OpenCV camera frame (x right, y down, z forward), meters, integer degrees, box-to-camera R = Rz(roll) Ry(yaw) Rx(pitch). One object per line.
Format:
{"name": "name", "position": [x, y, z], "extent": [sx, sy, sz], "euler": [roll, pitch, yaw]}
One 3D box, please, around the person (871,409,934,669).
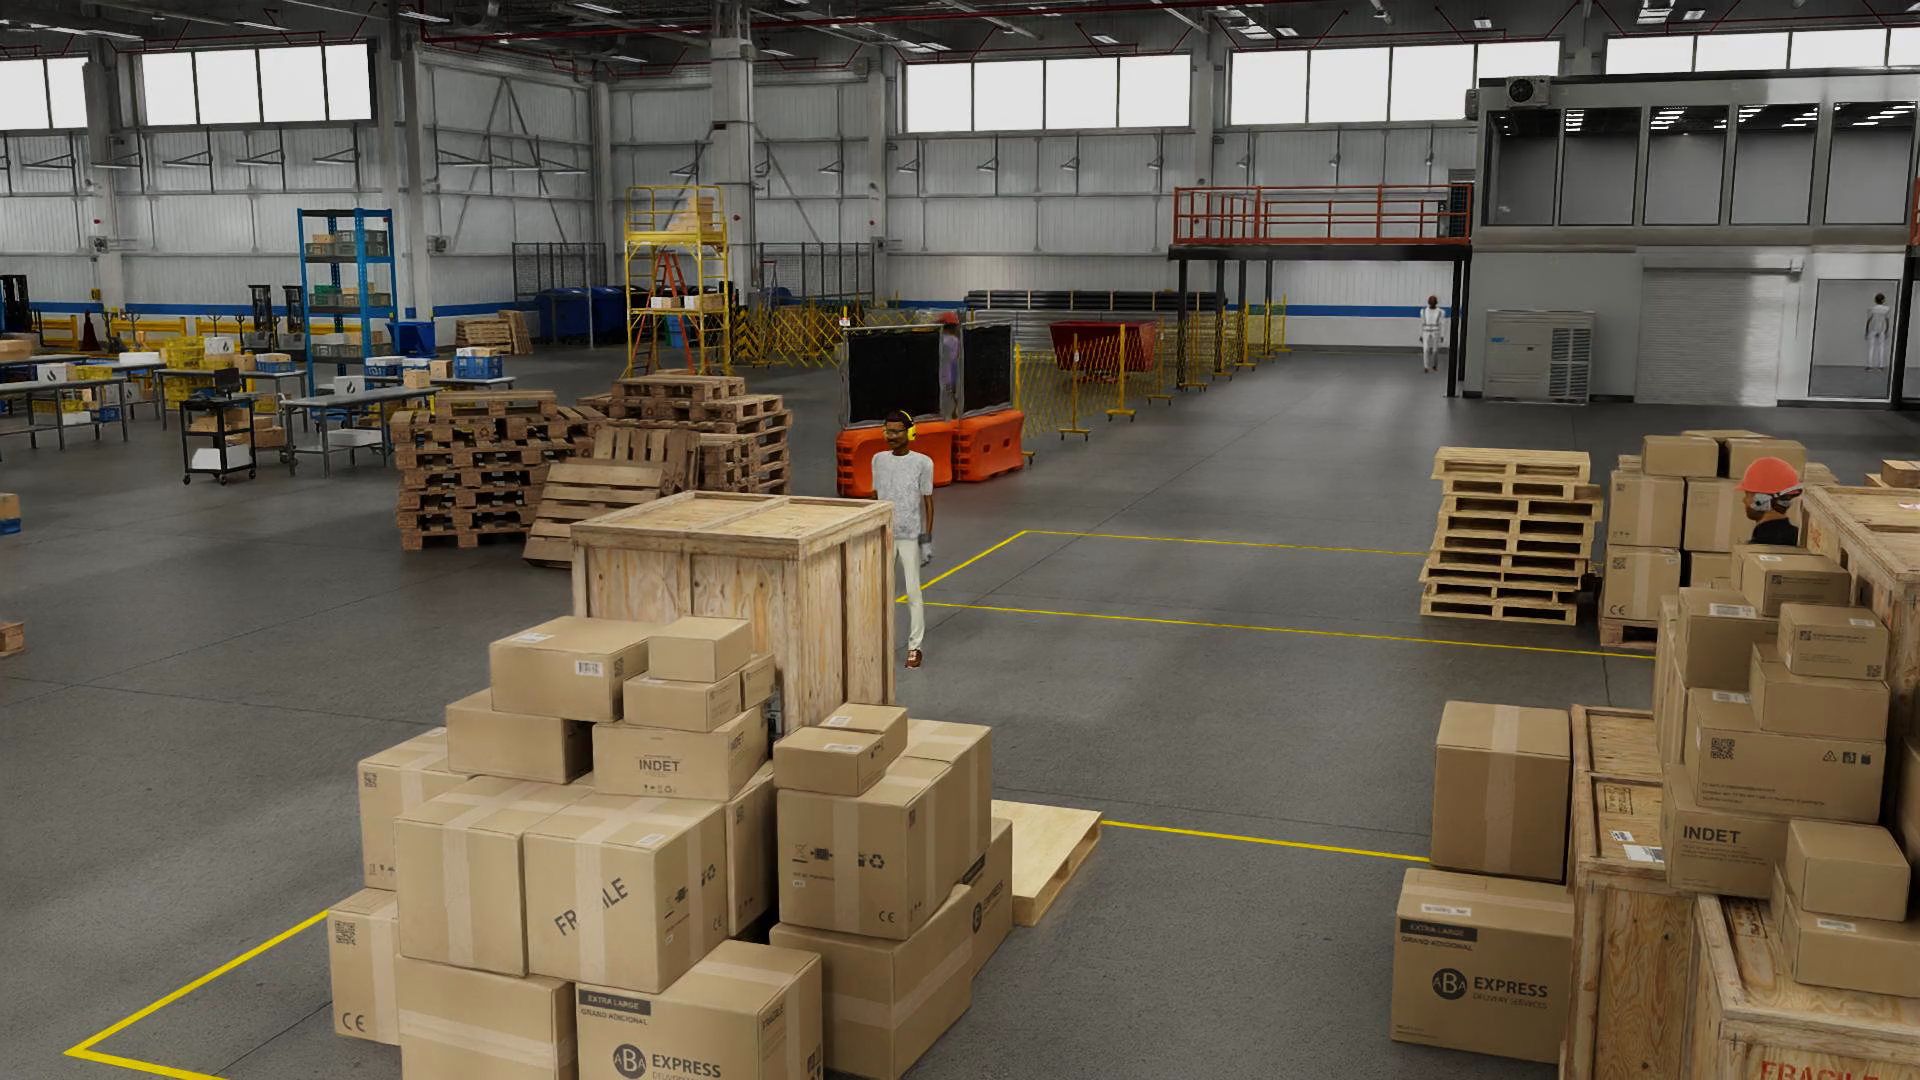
{"name": "person", "position": [-0.435, -0.007, 11.957], "extent": [0.519, 1.874, 0.327], "euler": [4, 11, 20]}

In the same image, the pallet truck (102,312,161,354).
{"name": "pallet truck", "position": [-23.057, -5.777, 46.261], "extent": [0.680, 1.201, 1.601], "euler": [3, 11, 19]}

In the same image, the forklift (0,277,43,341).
{"name": "forklift", "position": [-27.151, -6.329, 46.328], "extent": [1.157, 1.987, 2.680], "euler": [3, 11, 17]}

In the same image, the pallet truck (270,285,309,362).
{"name": "pallet truck", "position": [-17.147, -5.700, 43.663], "extent": [0.823, 1.965, 1.885], "euler": [3, 11, 17]}

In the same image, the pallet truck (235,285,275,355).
{"name": "pallet truck", "position": [-18.327, -5.835, 44.421], "extent": [0.823, 1.965, 1.885], "euler": [4, 11, 23]}

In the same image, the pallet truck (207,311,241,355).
{"name": "pallet truck", "position": [-19.537, -5.575, 44.913], "extent": [0.653, 1.274, 1.630], "euler": [3, 11, 19]}

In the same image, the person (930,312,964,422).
{"name": "person", "position": [-0.194, -2.453, 25.321], "extent": [0.630, 2.024, 0.574], "euler": [9, 13, 41]}

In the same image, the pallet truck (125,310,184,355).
{"name": "pallet truck", "position": [-22.038, -5.665, 45.457], "extent": [0.704, 1.261, 1.522], "euler": [3, 11, 17]}

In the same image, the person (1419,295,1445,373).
{"name": "person", "position": [11.242, -4.911, 39.616], "extent": [0.585, 1.864, 0.720], "euler": [4, 11, 19]}

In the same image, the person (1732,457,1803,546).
{"name": "person", "position": [3.992, 0.578, 8.315], "extent": [0.623, 1.992, 0.392], "euler": [-10, 14, -44]}
